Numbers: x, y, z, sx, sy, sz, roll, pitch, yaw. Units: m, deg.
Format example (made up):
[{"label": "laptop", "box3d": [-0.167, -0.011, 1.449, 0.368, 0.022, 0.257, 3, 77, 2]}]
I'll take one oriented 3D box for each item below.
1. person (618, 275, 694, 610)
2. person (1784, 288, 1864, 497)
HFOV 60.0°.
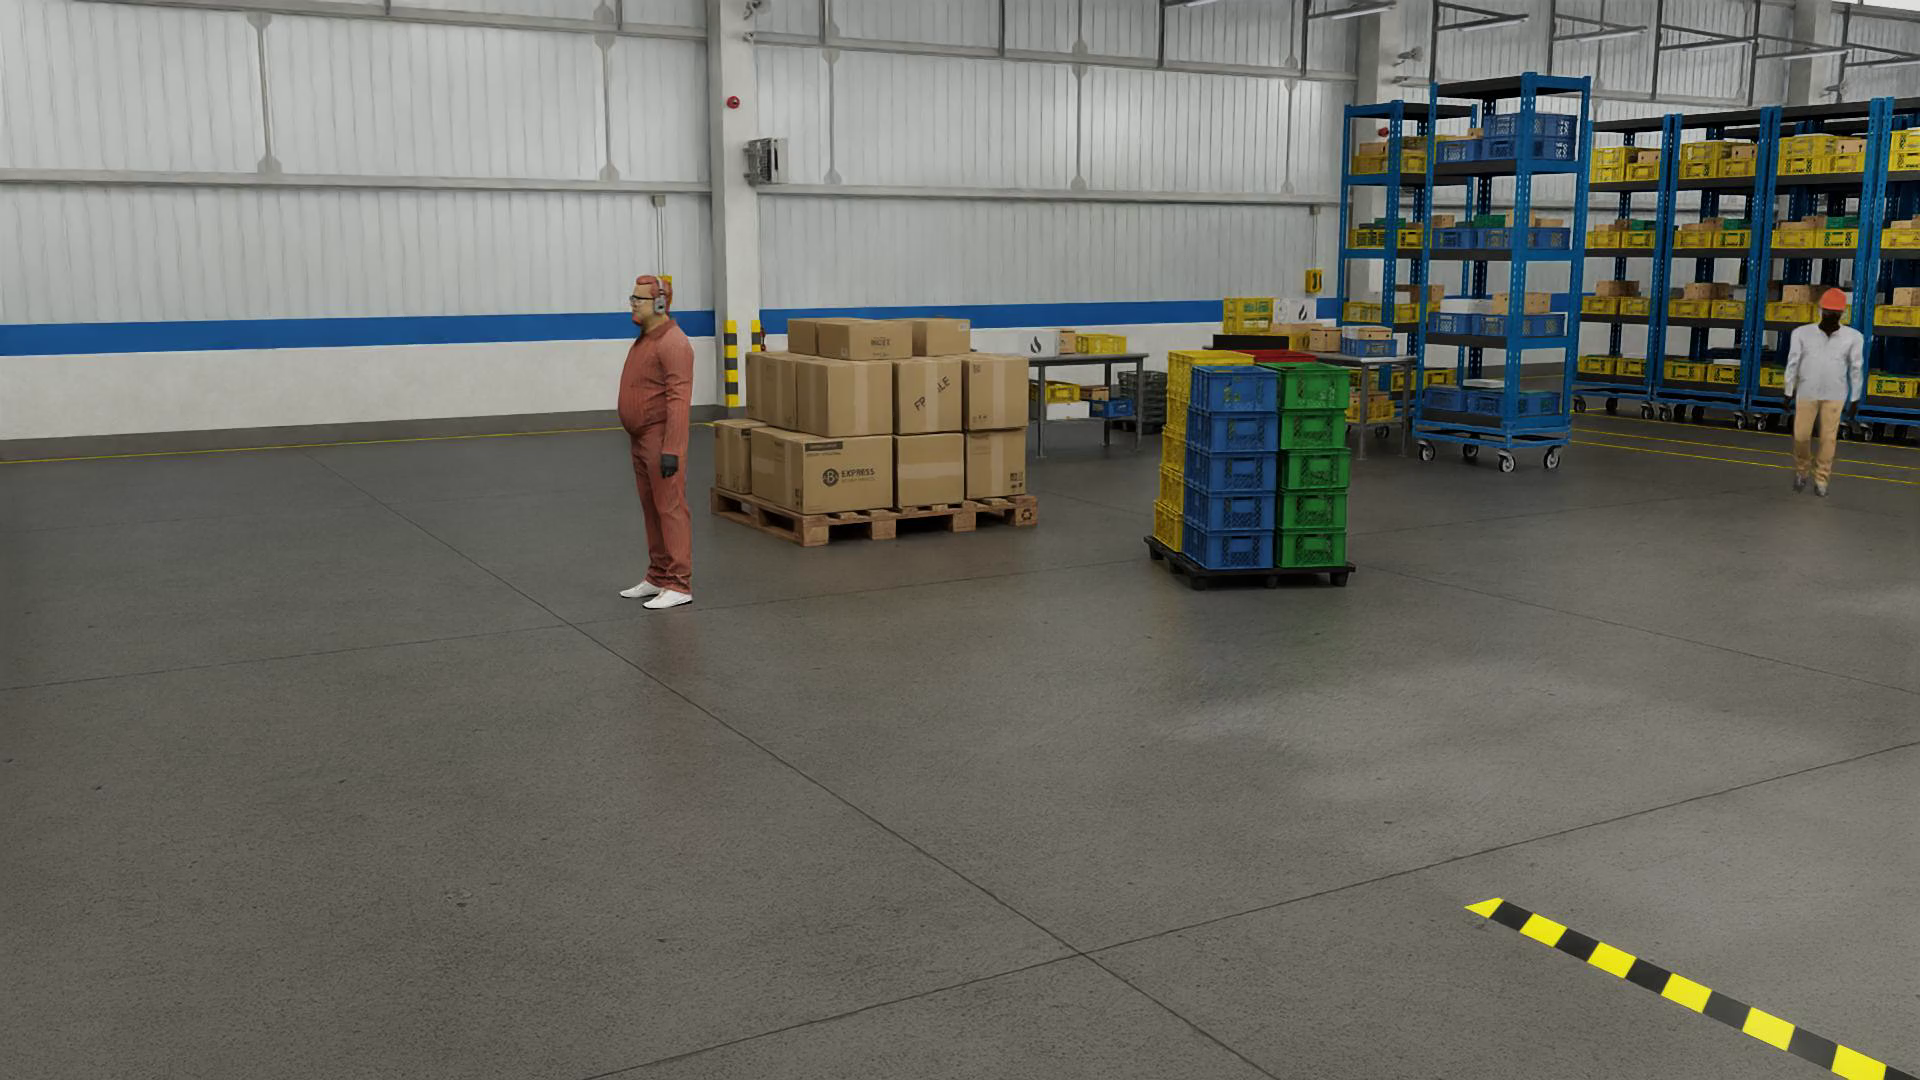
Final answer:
[{"label": "person", "box3d": [-1.768, -0.565, 9.618, 0.408, 1.913, 0.644, -6, 12, -30]}, {"label": "person", "box3d": [7.162, -1.218, 13.802, 0.586, 1.733, 0.399, 5, 11, 25]}]
